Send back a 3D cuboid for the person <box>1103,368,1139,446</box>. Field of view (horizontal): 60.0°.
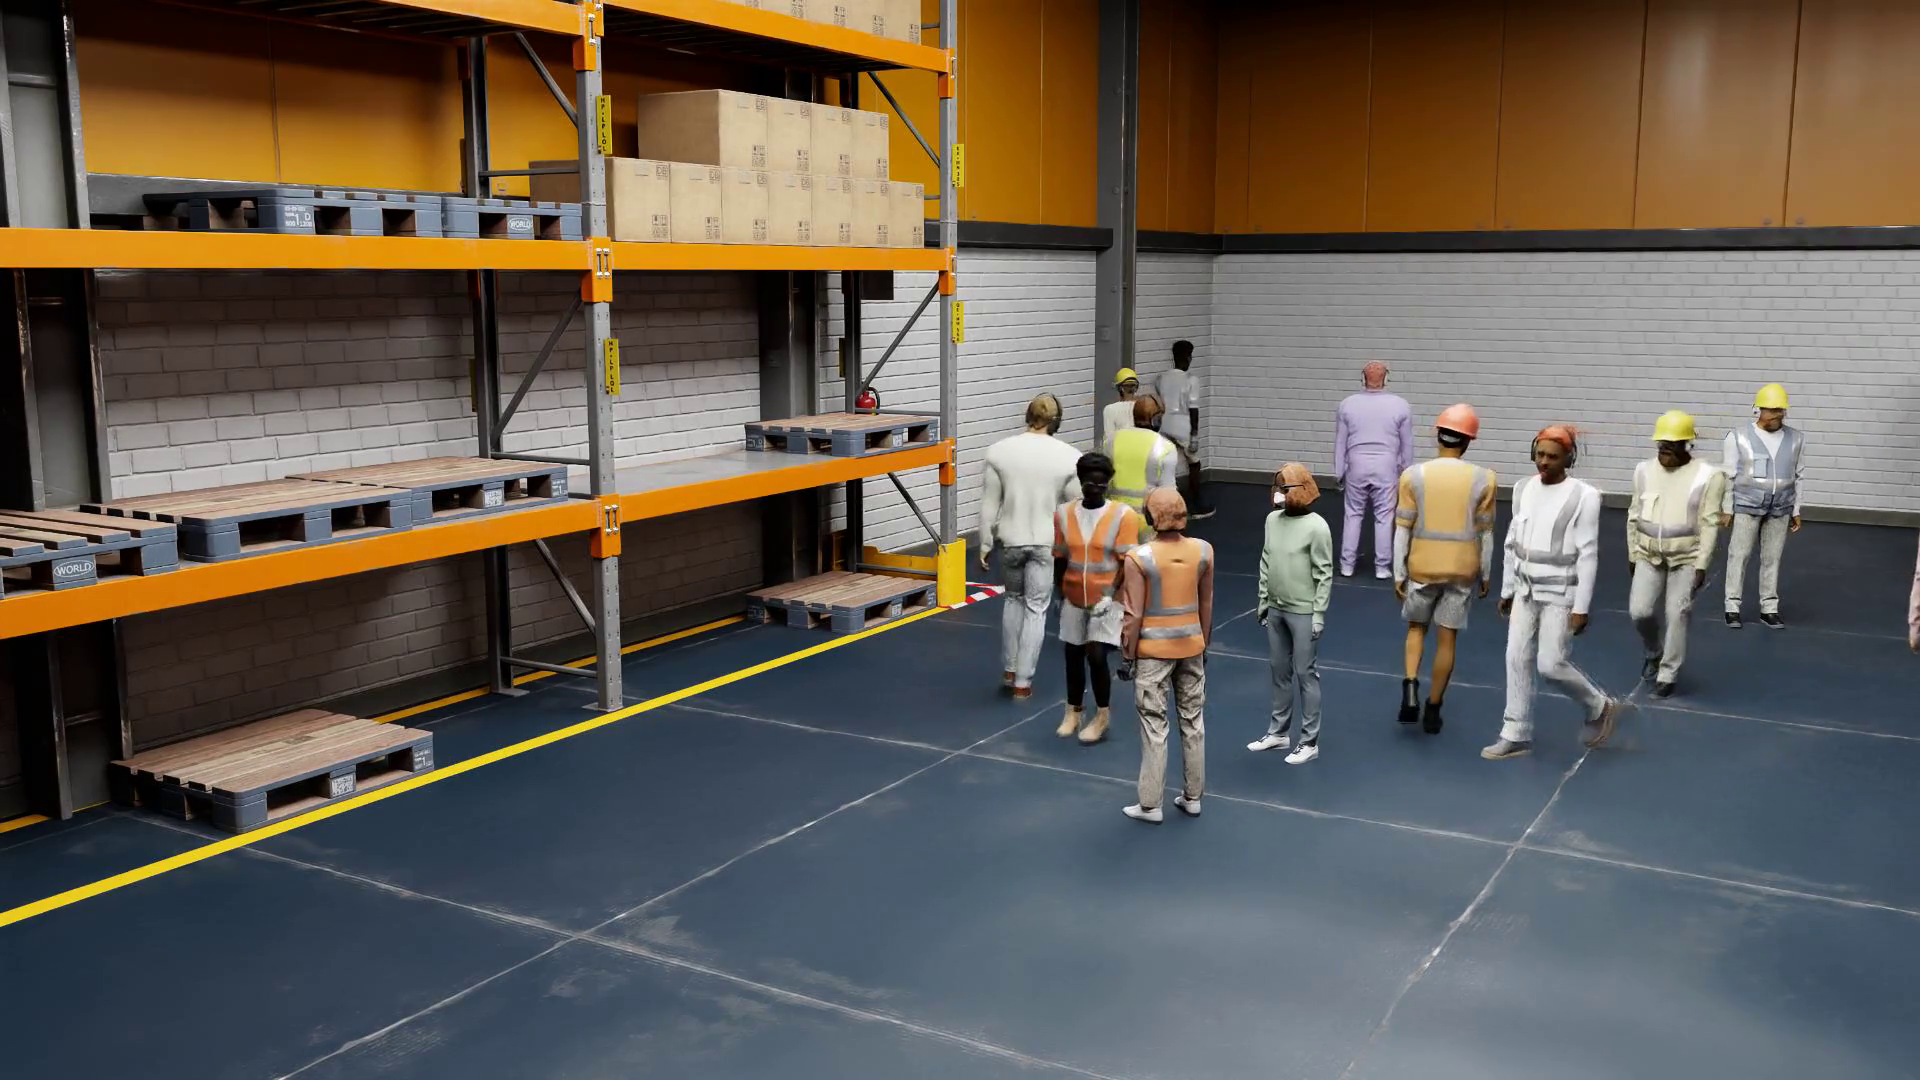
[{"bbox_3d":[1.582,-0.746,15.752,0.522,1.763,0.320,-3,10,-18],"label":"person"}]

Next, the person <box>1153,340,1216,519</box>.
[{"bbox_3d":[2.408,-1.174,17.845,0.630,1.933,0.841,8,12,42],"label":"person"}]

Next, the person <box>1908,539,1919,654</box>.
[{"bbox_3d":[5.082,0.445,8.377,0.527,1.746,0.594,5,10,30],"label":"person"}]

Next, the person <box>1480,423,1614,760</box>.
[{"bbox_3d":[3.223,0.286,9.013,0.659,1.864,0.615,-4,10,-26],"label":"person"}]

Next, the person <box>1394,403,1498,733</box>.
[{"bbox_3d":[2.783,0.169,9.570,0.553,1.911,0.404,3,10,18],"label":"person"}]

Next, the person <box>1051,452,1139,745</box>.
[{"bbox_3d":[0.745,0.327,9.319,0.546,1.667,0.430,5,10,29],"label":"person"}]

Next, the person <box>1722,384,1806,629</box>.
[{"bbox_3d":[5.988,-0.246,12.411,0.590,1.830,0.403,1,9,5],"label":"person"}]

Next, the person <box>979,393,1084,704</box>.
[{"bbox_3d":[0.472,0.038,10.391,0.653,1.907,0.751,2,9,12],"label":"person"}]

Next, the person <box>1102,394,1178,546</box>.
[{"bbox_3d":[1.244,-0.127,11.753,0.629,1.816,0.882,7,11,37],"label":"person"}]

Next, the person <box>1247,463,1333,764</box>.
[{"bbox_3d":[1.802,0.392,9.038,0.264,1.632,0.508,-5,10,-30],"label":"person"}]

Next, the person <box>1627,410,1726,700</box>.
[{"bbox_3d":[4.434,0.093,10.369,0.588,1.812,0.464,9,12,43],"label":"person"}]

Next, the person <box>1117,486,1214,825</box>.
[{"bbox_3d":[0.996,0.554,8.017,0.512,1.639,0.311,-4,10,-26],"label":"person"}]

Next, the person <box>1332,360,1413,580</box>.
[{"bbox_3d":[3.557,-0.596,14.371,0.664,1.906,0.409,3,10,20],"label":"person"}]
